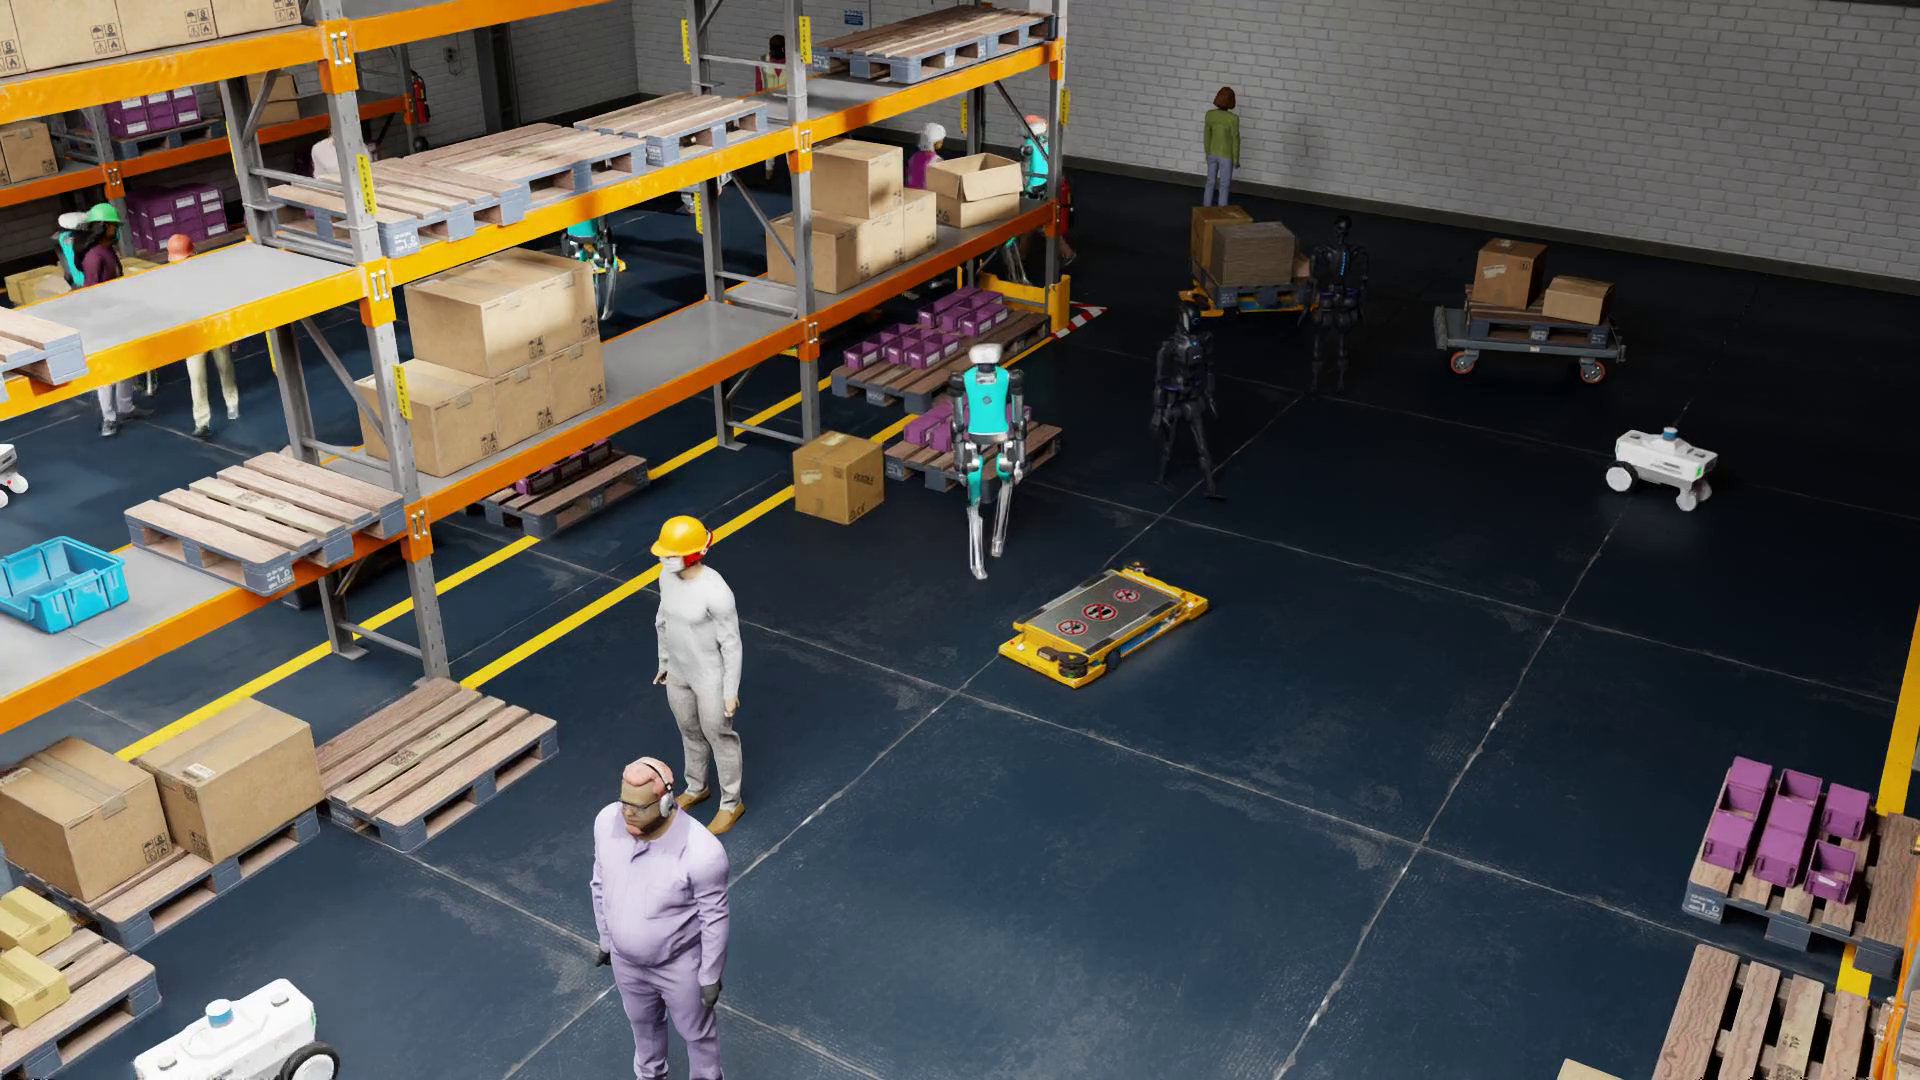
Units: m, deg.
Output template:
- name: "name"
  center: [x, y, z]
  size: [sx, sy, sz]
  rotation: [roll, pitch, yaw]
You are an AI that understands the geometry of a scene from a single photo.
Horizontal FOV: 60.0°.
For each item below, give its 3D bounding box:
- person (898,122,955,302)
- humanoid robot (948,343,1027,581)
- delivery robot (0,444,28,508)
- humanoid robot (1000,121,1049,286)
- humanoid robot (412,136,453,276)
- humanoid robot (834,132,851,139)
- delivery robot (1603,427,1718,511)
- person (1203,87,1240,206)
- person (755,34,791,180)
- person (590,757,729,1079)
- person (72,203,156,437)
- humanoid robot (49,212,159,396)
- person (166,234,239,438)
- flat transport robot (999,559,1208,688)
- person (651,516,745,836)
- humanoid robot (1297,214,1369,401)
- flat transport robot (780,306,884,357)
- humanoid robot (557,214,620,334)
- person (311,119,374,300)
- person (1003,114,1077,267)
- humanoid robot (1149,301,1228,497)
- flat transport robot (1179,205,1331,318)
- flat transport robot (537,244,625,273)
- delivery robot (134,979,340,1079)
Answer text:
- name: "person"
  center: [-0.354, -3.390, 17.177]
  size: [0.888, 1.810, 0.505]
  rotation: [-20, 33, -34]
- name: "humanoid robot"
  center: [0.201, -0.632, 11.836]
  size: [0.539, 1.770, 0.870]
  rotation: [0, 27, 1]
- name: "delivery robot"
  center: [-7.761, -0.560, 12.979]
  size: [0.782, 0.589, 0.499]
  rotation: [2, 27, 4]
- name: "humanoid robot"
  center: [0.614, -3.491, 17.510]
  size: [0.663, 1.853, 0.530]
  rotation: [17, 32, 31]
- name: "humanoid robot"
  center: [-5.503, -3.396, 17.351]
  size: [0.590, 1.640, 0.608]
  rotation: [-6, 28, -12]
- name: "humanoid robot"
  center: [-1.218, -3.466, 17.488]
  size: [0.594, 1.651, 0.502]
  rotation: [14, 30, 25]
- name: "delivery robot"
  center: [5.517, -0.605, 13.042]
  size: [0.739, 0.566, 0.499]
  rotation: [24, 35, 39]
- name: "person"
  center: [3.074, -4.498, 19.550]
  size: [0.281, 1.634, 0.498]
  rotation: [-24, 35, -39]
- name: "person"
  center: [-2.324, -5.584, 21.470]
  size: [0.618, 1.839, 0.431]
  rotation: [-2, 27, -4]
- name: "person"
  center: [-1.265, 1.734, 6.969]
  size: [0.640, 1.913, 0.412]
  rotation: [12, 29, 22]
- name: "person"
  center: [-7.184, -1.836, 14.014]
  size: [0.457, 1.903, 0.705]
  rotation: [-2, 27, -4]
- name: "humanoid robot"
  center: [-7.448, -2.100, 14.710]
  size: [0.536, 1.760, 0.804]
  rotation: [7, 28, 14]
- name: "person"
  center: [-6.381, -1.732, 14.013]
  size: [0.578, 1.703, 0.878]
  rotation: [-5, 27, -10]
- name: "flat transport robot"
  center: [0.977, 0.543, 11.128]
  size: [0.659, 0.231, 1.431]
  rotation: [23, 35, 38]
- name: "person"
  center: [-1.420, 0.722, 8.982]
  size: [0.582, 1.893, 0.364]
  rotation: [19, 32, 33]
- name: "humanoid robot"
  center: [3.302, -2.052, 14.681]
  size: [0.608, 1.651, 0.306]
  rotation: [-2, 27, -5]
- name: "flat transport robot"
  center: [-1.427, -2.148, 16.430]
  size: [0.659, 0.231, 1.431]
  rotation: [16, 31, 28]
- name: "humanoid robot"
  center: [-3.538, -2.814, 16.137]
  size: [0.551, 1.705, 1.021]
  rotation: [4, 27, 8]
- name: "person"
  center: [-6.317, -3.458, 17.201]
  size: [0.699, 1.903, 0.549]
  rotation: [1, 27, 1]
- name: "person"
  center: [0.889, -3.789, 18.075]
  size: [0.758, 1.715, 0.585]
  rotation: [0, 27, 1]
- name: "humanoid robot"
  center: [1.745, -1.057, 12.752]
  size: [0.609, 1.627, 0.652]
  rotation: [-15, 31, -27]
- name: "flat transport robot"
  center: [3.038, -2.513, 17.149]
  size: [1.431, 0.231, 0.659]
  rotation: [-3, 27, -6]
- name: "flat transport robot"
  center: [-4.427, -2.955, 18.022]
  size: [1.431, 0.231, 0.659]
  rotation: [-19, 33, -33]
- name: "delivery robot"
  center: [-3.212, 2.291, 7.374]
  size: [0.499, 0.601, 0.798]
  rotation: [22, 34, 36]
